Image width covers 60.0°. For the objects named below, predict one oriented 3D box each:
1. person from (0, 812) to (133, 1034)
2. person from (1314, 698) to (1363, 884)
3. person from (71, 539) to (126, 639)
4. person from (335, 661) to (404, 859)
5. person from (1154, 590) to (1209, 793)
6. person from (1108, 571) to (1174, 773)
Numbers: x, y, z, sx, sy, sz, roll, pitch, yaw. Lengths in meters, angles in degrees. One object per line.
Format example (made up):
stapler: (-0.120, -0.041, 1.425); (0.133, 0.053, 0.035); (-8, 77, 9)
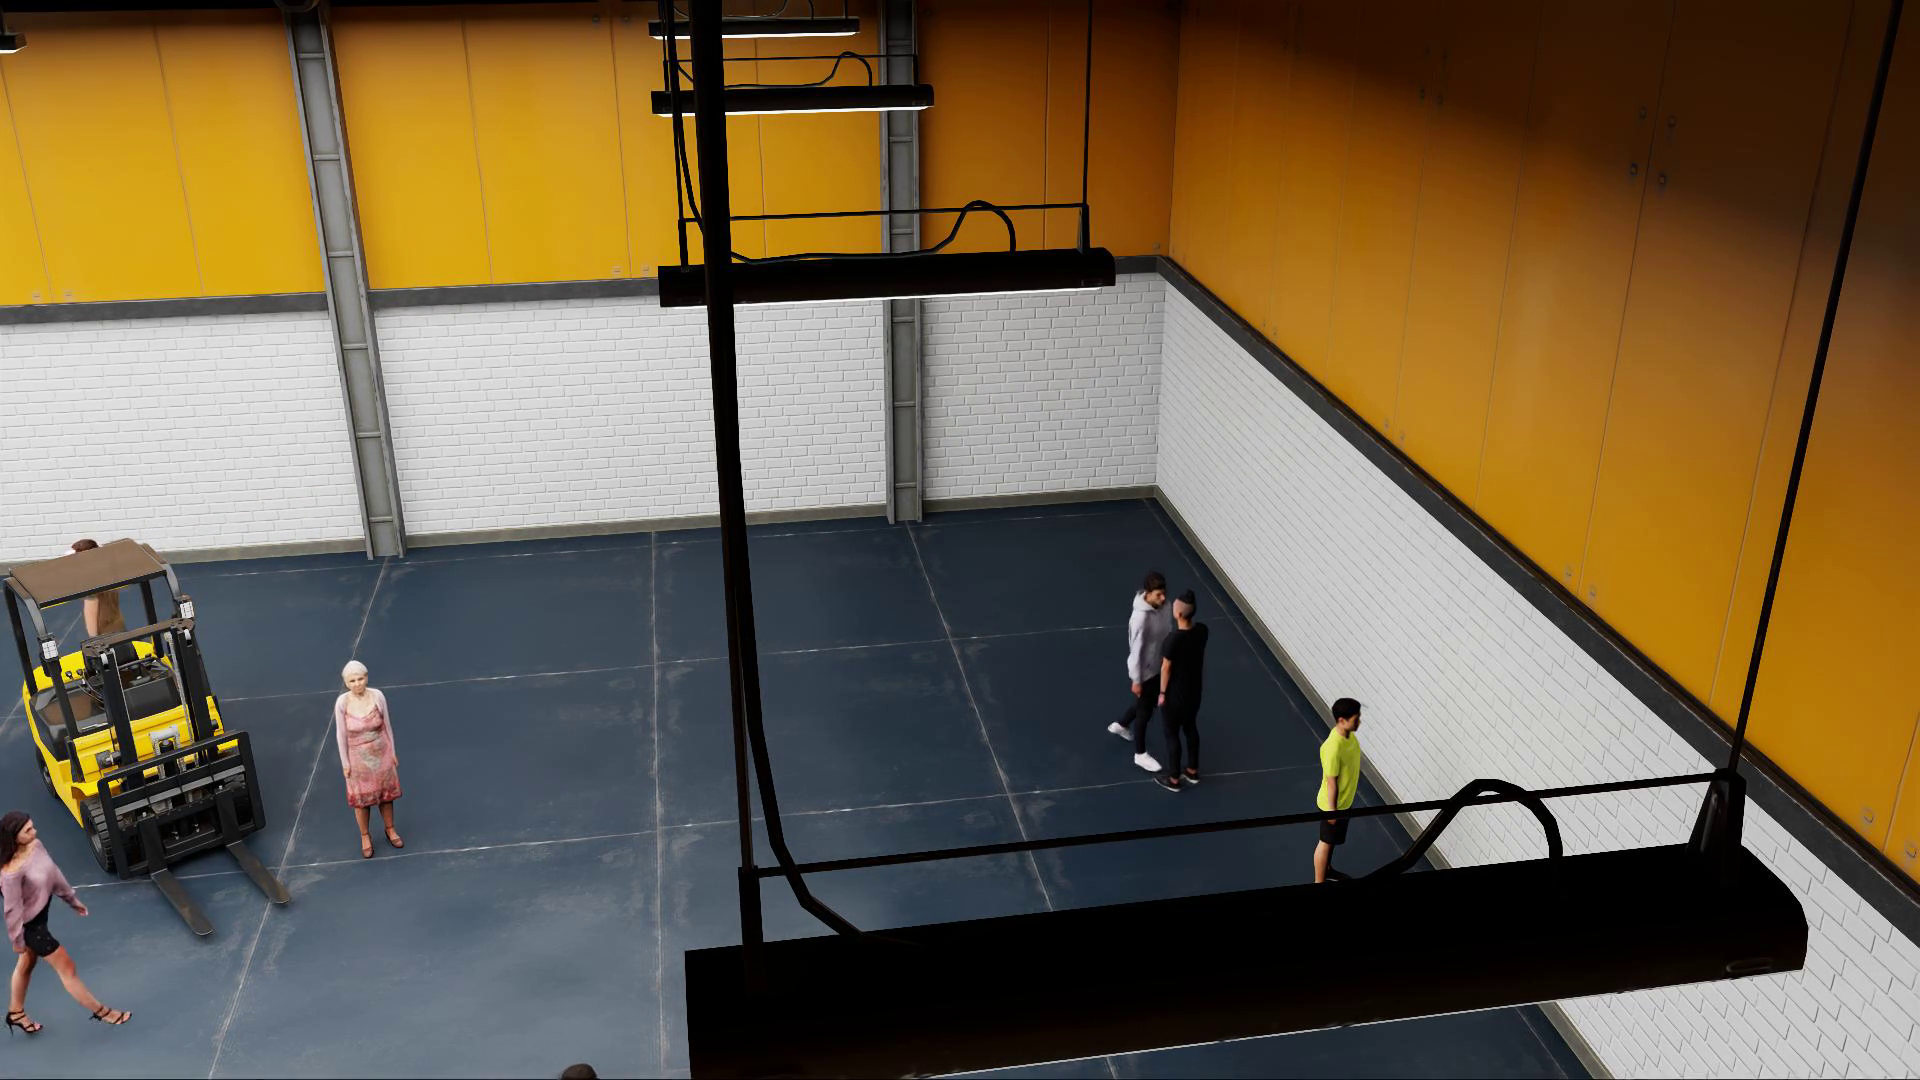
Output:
person: (-6.354, 2.638, 11.230); (1.034, 1.764, 0.599); (-4, 24, -10)
person: (2.894, 1.971, 12.823); (0.714, 1.709, 0.700); (10, 25, 21)
person: (-7.753, 0.821, 15.307); (0.918, 1.826, 0.660); (-4, 24, -9)
person: (-4.768, 1.736, 13.382); (0.621, 1.692, 0.726); (-15, 28, -30)
person: (1.909, 1.271, 14.231); (0.721, 1.865, 0.828); (-21, 31, -39)
person: (1.619, 1.099, 14.568); (1.061, 1.909, 1.007); (12, 26, 25)
